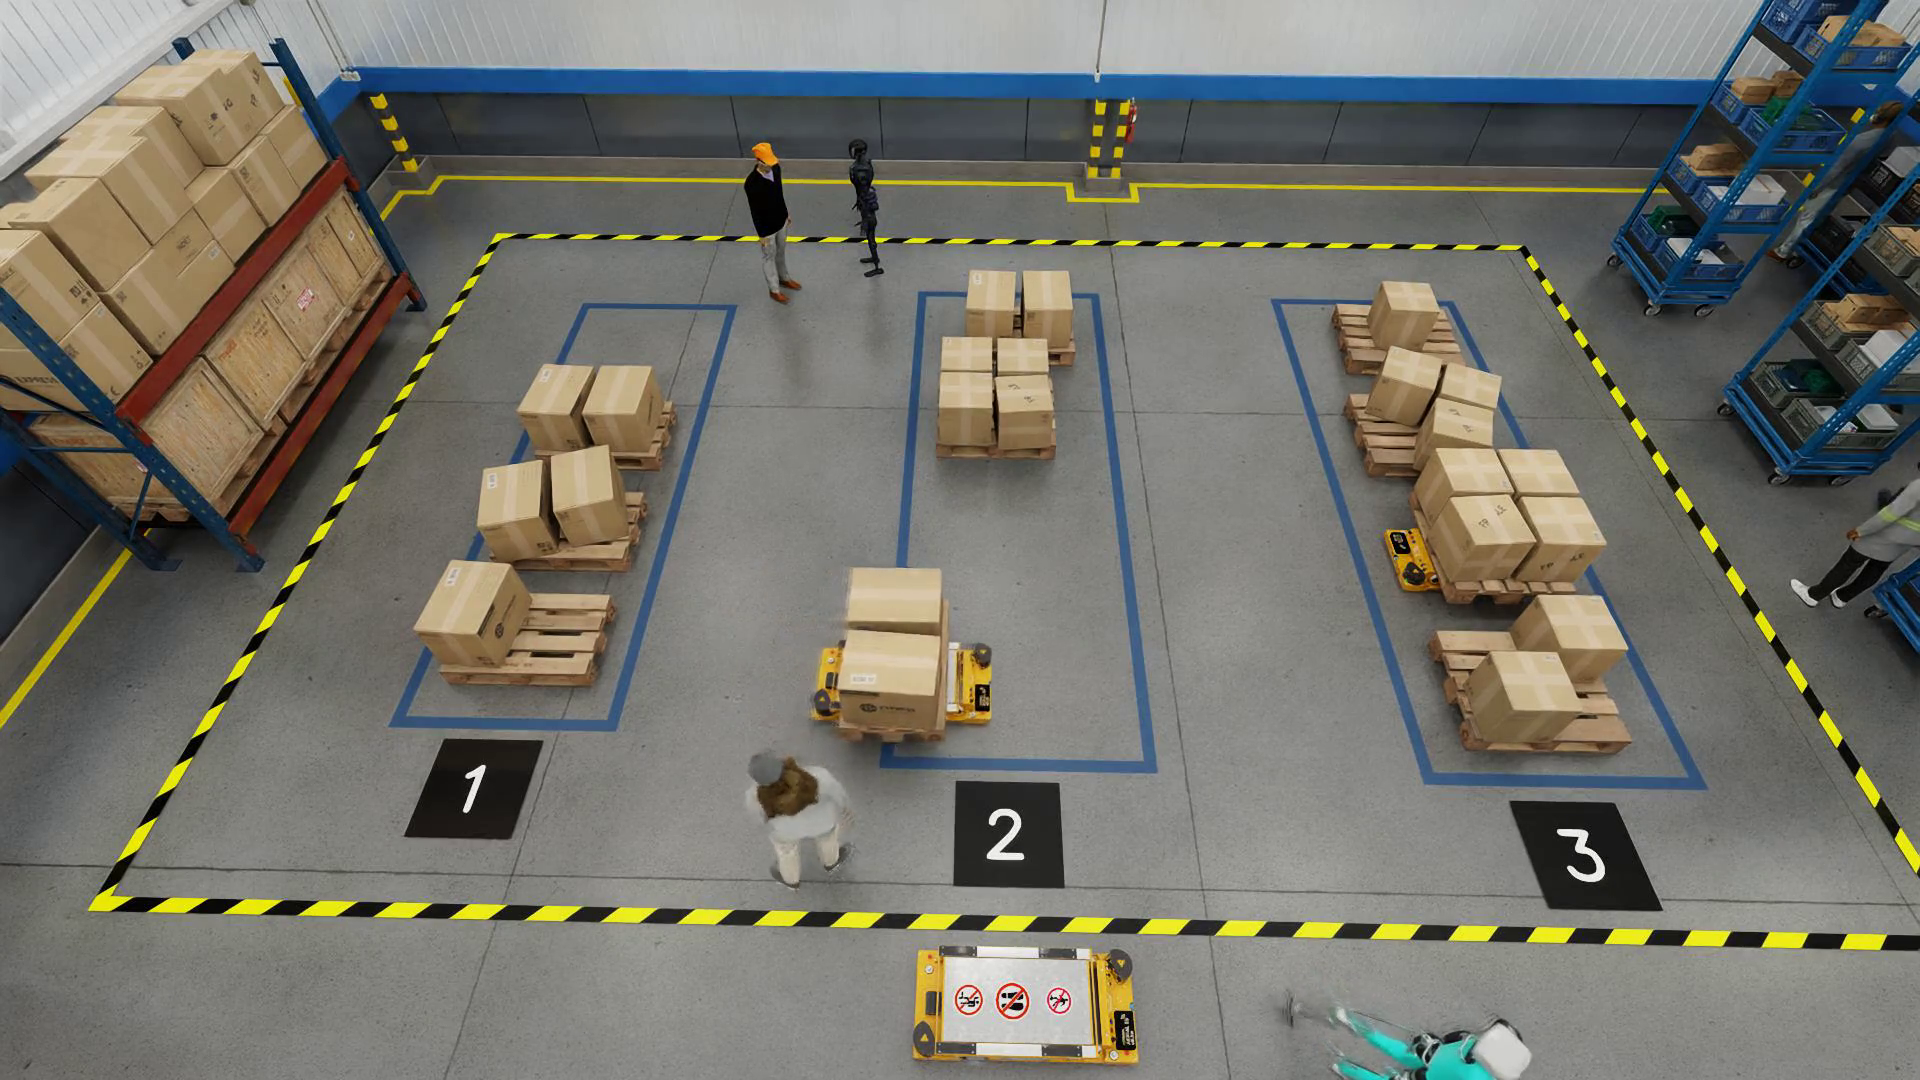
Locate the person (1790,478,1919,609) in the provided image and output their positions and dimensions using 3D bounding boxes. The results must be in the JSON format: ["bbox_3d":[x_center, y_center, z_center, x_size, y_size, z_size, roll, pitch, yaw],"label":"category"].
[{"bbox_3d":[7.692,-0.089,7.536,0.598,1.850,0.385,5,51,4],"label":"person"}]

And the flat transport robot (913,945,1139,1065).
[{"bbox_3d":[0.422,3.041,6.007,1.431,0.231,0.659,1,51,1],"label":"flat transport robot"}]

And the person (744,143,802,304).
[{"bbox_3d":[-2.113,-3.584,10.370,0.383,1.878,0.585,20,54,16],"label":"person"}]

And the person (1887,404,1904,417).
[{"bbox_3d":[9.969,-1.788,8.890,0.614,1.909,0.891,11,52,9],"label":"person"}]

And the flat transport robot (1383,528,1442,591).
[{"bbox_3d":[4.689,0.155,8.342,1.431,0.197,0.652,1,51,1],"label":"flat transport robot"}]

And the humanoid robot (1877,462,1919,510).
[{"bbox_3d":[9.009,-0.707,8.163,0.601,1.633,0.643,12,52,9],"label":"humanoid robot"}]

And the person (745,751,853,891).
[{"bbox_3d":[-1.068,1.847,6.035,0.673,1.740,0.376,-8,51,-6],"label":"person"}]

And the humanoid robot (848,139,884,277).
[{"bbox_3d":[-1.111,-3.882,10.732,0.315,1.657,0.599,-8,51,-6],"label":"humanoid robot"}]

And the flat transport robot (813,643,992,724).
[{"bbox_3d":[-0.454,1.157,7.524,1.431,0.197,0.652,1,51,1],"label":"flat transport robot"}]

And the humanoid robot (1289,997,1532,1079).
[{"bbox_3d":[2.375,2.839,5.245,0.562,1.770,0.985,-36,59,-26],"label":"humanoid robot"}]

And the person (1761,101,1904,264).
[{"bbox_3d":[10.374,-4.199,10.841,0.626,1.932,0.368,-15,52,-12],"label":"person"}]
